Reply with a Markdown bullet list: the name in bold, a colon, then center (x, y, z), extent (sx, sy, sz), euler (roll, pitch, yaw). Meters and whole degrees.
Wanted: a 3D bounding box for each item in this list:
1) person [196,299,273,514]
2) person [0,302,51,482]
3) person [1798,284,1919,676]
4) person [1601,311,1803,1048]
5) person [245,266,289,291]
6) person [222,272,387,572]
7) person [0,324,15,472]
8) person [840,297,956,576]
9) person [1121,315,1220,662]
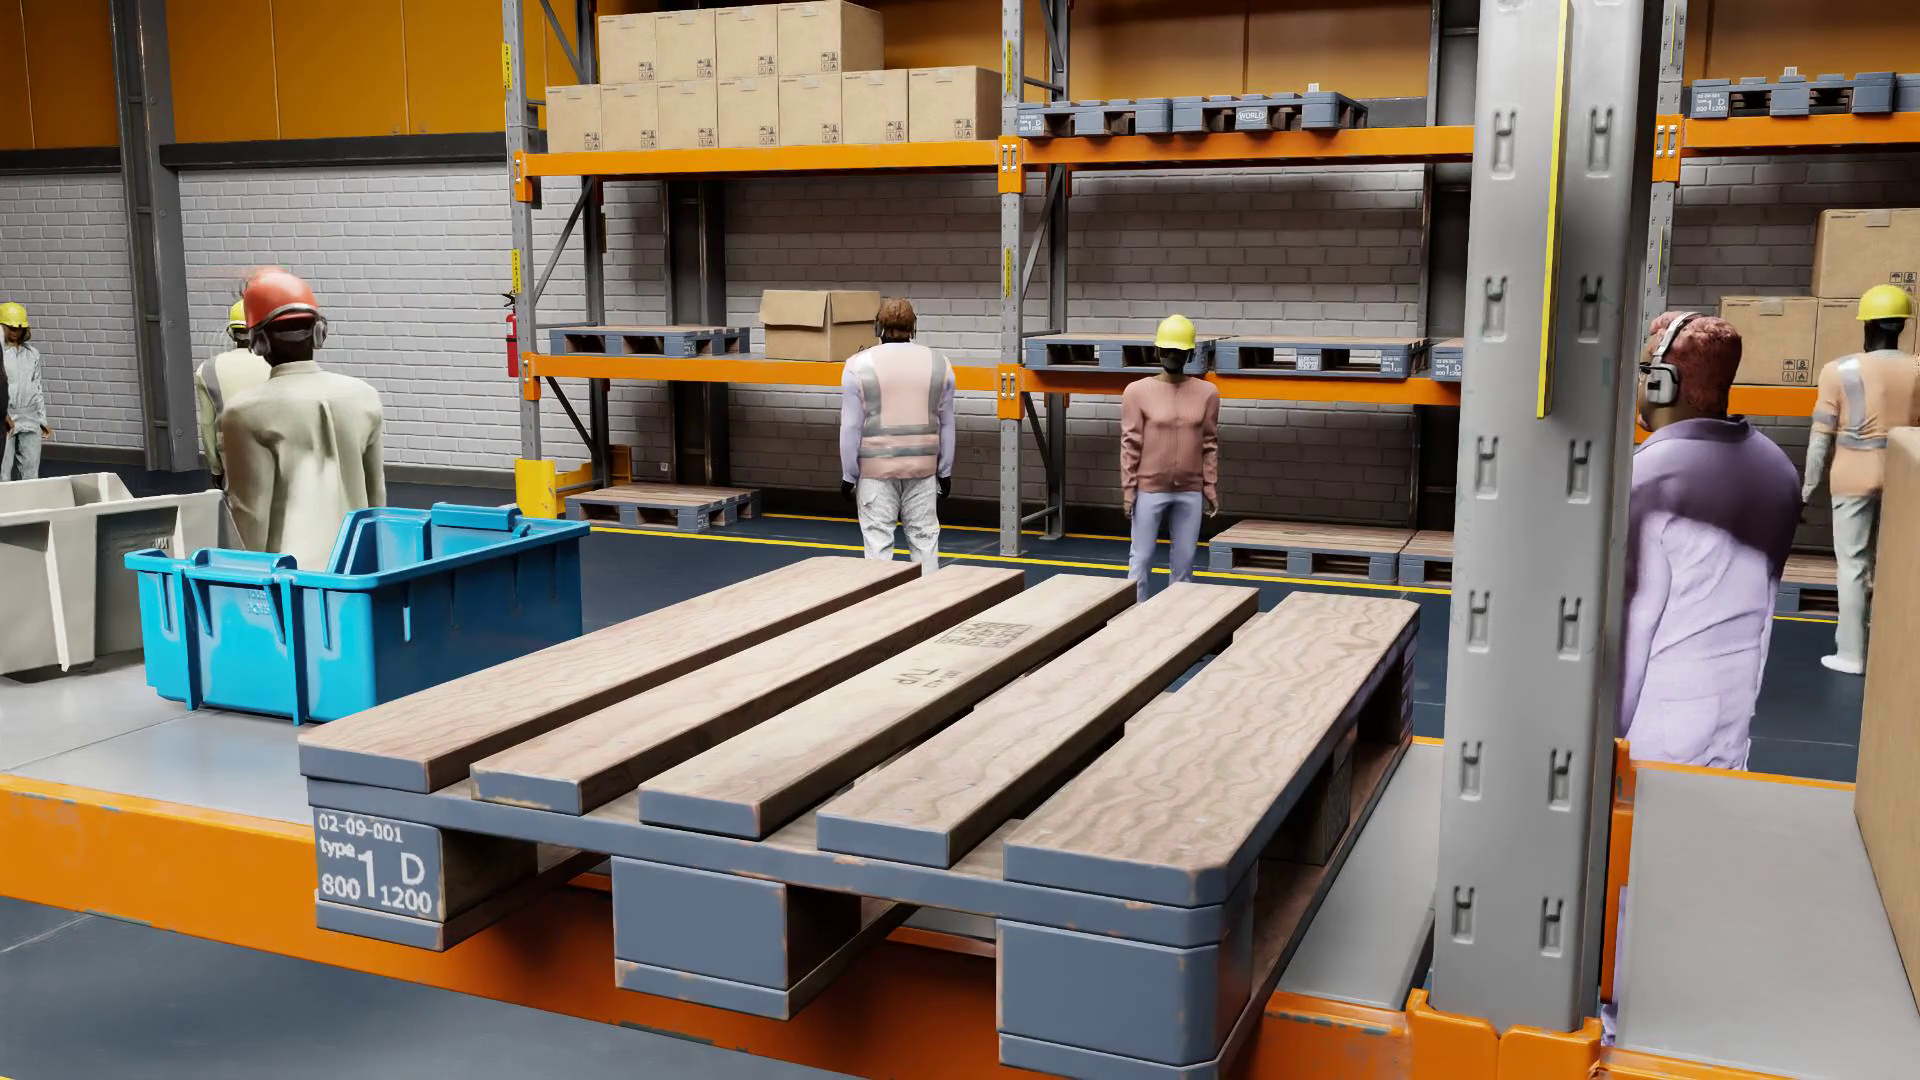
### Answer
- **person**: center (-3.937, -0.446, 9.364), extent (0.590, 1.833, 0.404), euler (-1, 10, -5)
- **person**: center (-6.836, -0.849, 12.071), extent (0.309, 1.736, 0.485), euler (4, 10, 23)
- **person**: center (4.433, -0.280, 8.134), extent (0.623, 1.922, 0.386), euler (0, 9, 1)
- **person**: center (1.697, 0.409, 4.026), extent (0.646, 1.907, 0.407), euler (-6, 11, -34)
- **person**: center (-4.162, -0.659, 10.155), extent (0.426, 2.000, 0.637), euler (-2, 10, -9)
- **person**: center (-2.173, 0.115, 5.543), extent (0.392, 1.988, 0.608), euler (5, 11, 30)
- **person**: center (-6.781, -0.887, 11.384), extent (0.536, 2.000, 0.684), euler (5, 11, 28)
- **person**: center (-0.338, -0.360, 8.822), extent (0.637, 1.842, 0.429), euler (-3, 10, -18)
- **person**: center (1.063, -0.246, 8.376), extent (0.526, 1.765, 0.329), euler (-2, 10, -14)
